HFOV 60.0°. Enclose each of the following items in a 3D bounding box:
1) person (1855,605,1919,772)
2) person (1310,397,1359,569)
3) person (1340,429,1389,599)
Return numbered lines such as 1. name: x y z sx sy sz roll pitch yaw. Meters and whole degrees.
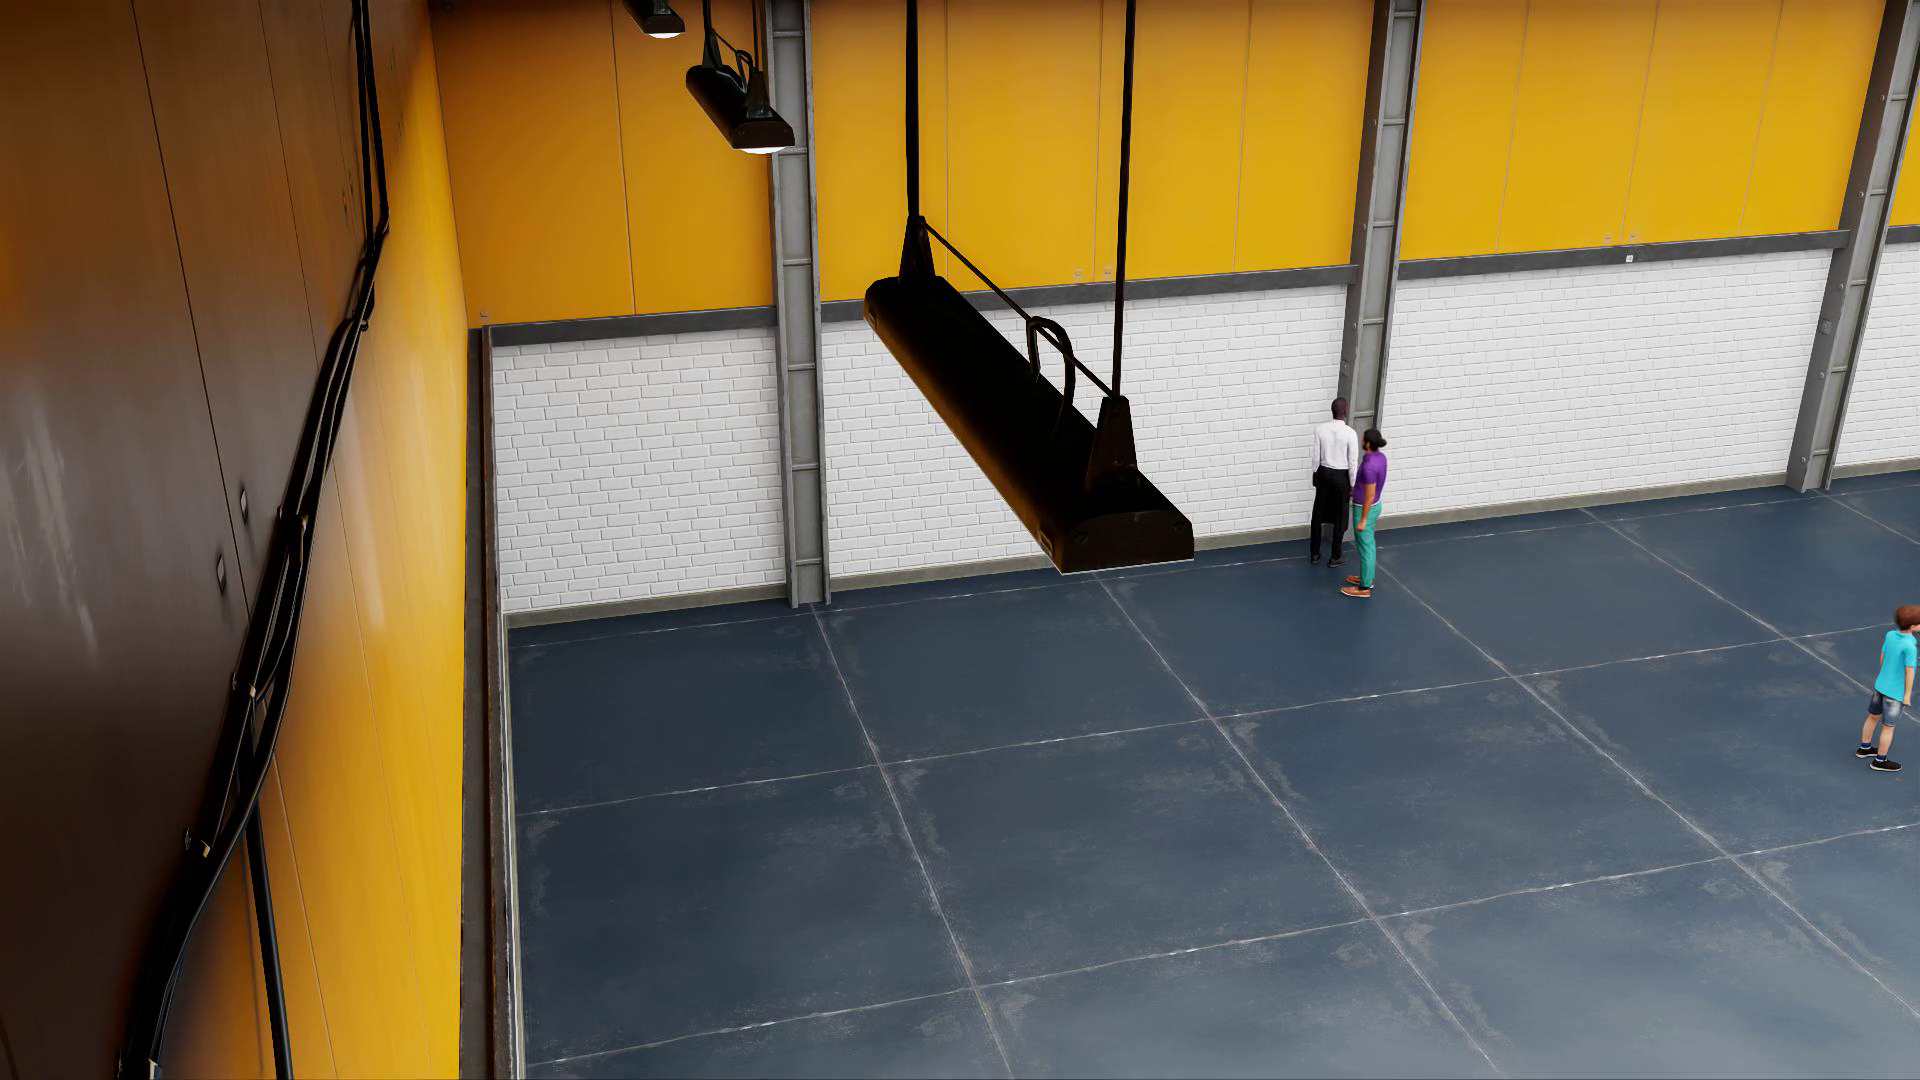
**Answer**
1. person: 7.698 1.197 13.734 0.526 1.450 0.549 -2 24 -5
2. person: 3.895 -0.608 17.380 0.709 1.837 0.758 14 27 30
3. person: 4.113 -0.289 16.736 0.739 1.767 0.704 9 25 20
